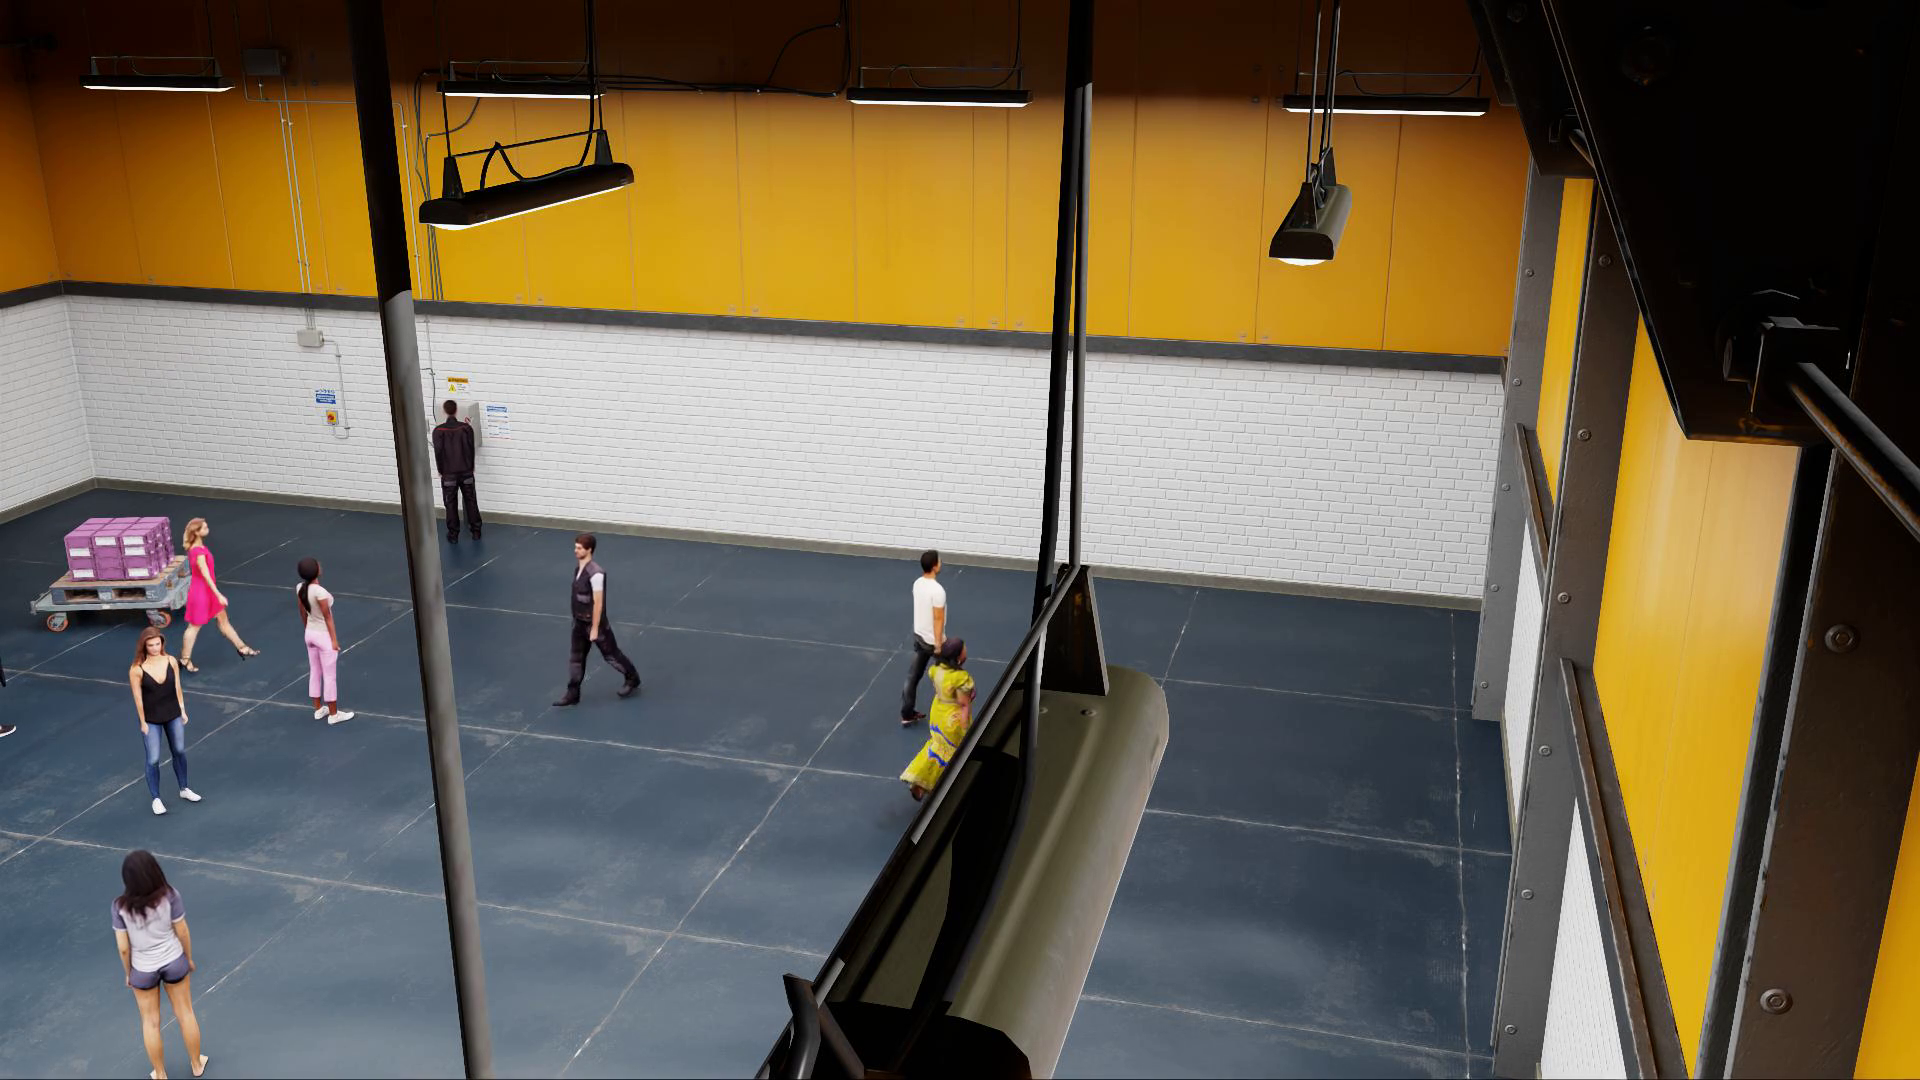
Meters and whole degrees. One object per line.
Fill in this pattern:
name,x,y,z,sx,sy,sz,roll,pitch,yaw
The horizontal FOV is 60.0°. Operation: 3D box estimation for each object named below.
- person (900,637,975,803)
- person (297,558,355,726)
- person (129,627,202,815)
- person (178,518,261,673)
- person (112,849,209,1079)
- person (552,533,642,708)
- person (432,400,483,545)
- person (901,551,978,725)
person,-0.134,1.654,14.748,1.242,1.640,1.120,-15,24,-37
person,-6.384,0.985,16.583,0.638,1.736,0.614,12,22,31
person,-7.140,1.577,14.850,0.732,1.721,0.605,15,24,38
person,-8.184,0.621,17.738,0.982,1.689,1.055,-5,19,-15
person,-5.344,2.838,11.083,0.656,1.735,0.713,-10,21,-27
person,-3.665,0.810,16.993,1.277,1.807,1.106,-15,24,-38
person,-6.641,-0.918,21.959,0.778,1.912,0.814,-8,20,-23
person,-0.380,0.998,16.499,1.202,1.765,1.072,-14,23,-35
